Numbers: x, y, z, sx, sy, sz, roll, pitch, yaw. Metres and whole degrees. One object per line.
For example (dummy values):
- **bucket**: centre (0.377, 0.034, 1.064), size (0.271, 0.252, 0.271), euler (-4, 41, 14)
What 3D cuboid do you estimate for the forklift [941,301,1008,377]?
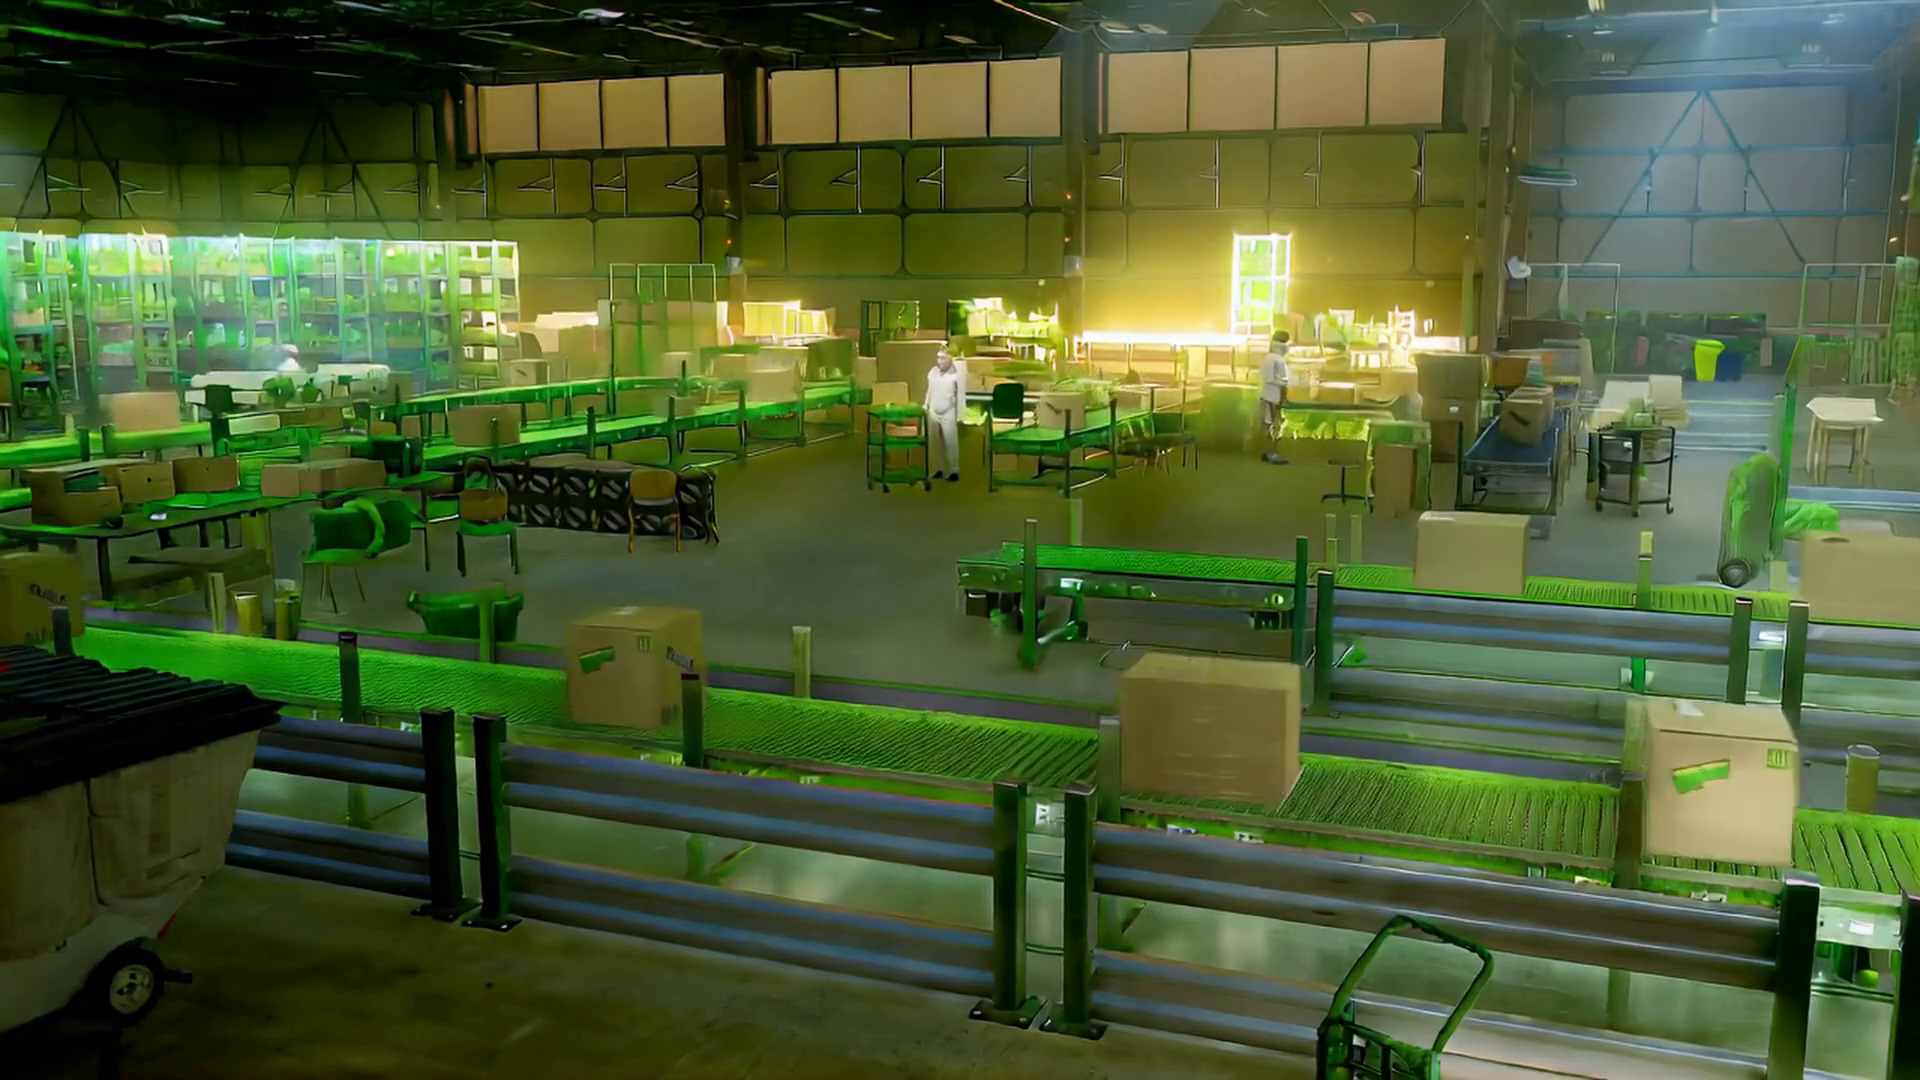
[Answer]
- **forklift**: centre (0.365, -4.966, 41.571), size (1.157, 1.987, 2.680), euler (3, 10, 20)

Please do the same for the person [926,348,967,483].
- **person**: centre (-0.215, -1.741, 23.301), size (0.648, 1.896, 0.400), euler (7, 12, 38)

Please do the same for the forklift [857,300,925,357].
- **forklift**: centre (-1.732, -5.109, 42.468), size (1.157, 1.987, 2.680), euler (4, 10, 22)

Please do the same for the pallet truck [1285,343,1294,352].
- **pallet truck**: centre (7.886, -4.163, 39.743), size (0.653, 1.274, 1.630), euler (4, 10, 22)

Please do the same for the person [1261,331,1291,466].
- **person**: centre (4.796, -2.138, 25.236), size (0.374, 2.043, 0.608), euler (-4, 10, -22)

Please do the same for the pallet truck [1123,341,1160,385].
- **pallet truck**: centre (4.445, -4.380, 41.279), size (0.680, 1.201, 1.601), euler (4, 10, 22)

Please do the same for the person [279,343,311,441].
- **person**: centre (-11.040, -2.381, 27.608), size (0.529, 1.754, 0.394), euler (5, 10, 26)

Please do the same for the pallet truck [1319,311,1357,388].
- **pallet truck**: centre (9.071, -4.419, 39.190), size (0.823, 1.965, 1.885), euler (5, 10, 26)

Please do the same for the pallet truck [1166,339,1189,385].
- **pallet truck**: centre (5.418, -4.269, 40.420), size (0.704, 1.261, 1.522), euler (3, 10, 20)

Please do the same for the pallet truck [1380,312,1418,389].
- **pallet truck**: centre (10.207, -4.283, 38.369), size (0.823, 1.965, 1.885), euler (3, 10, 20)
